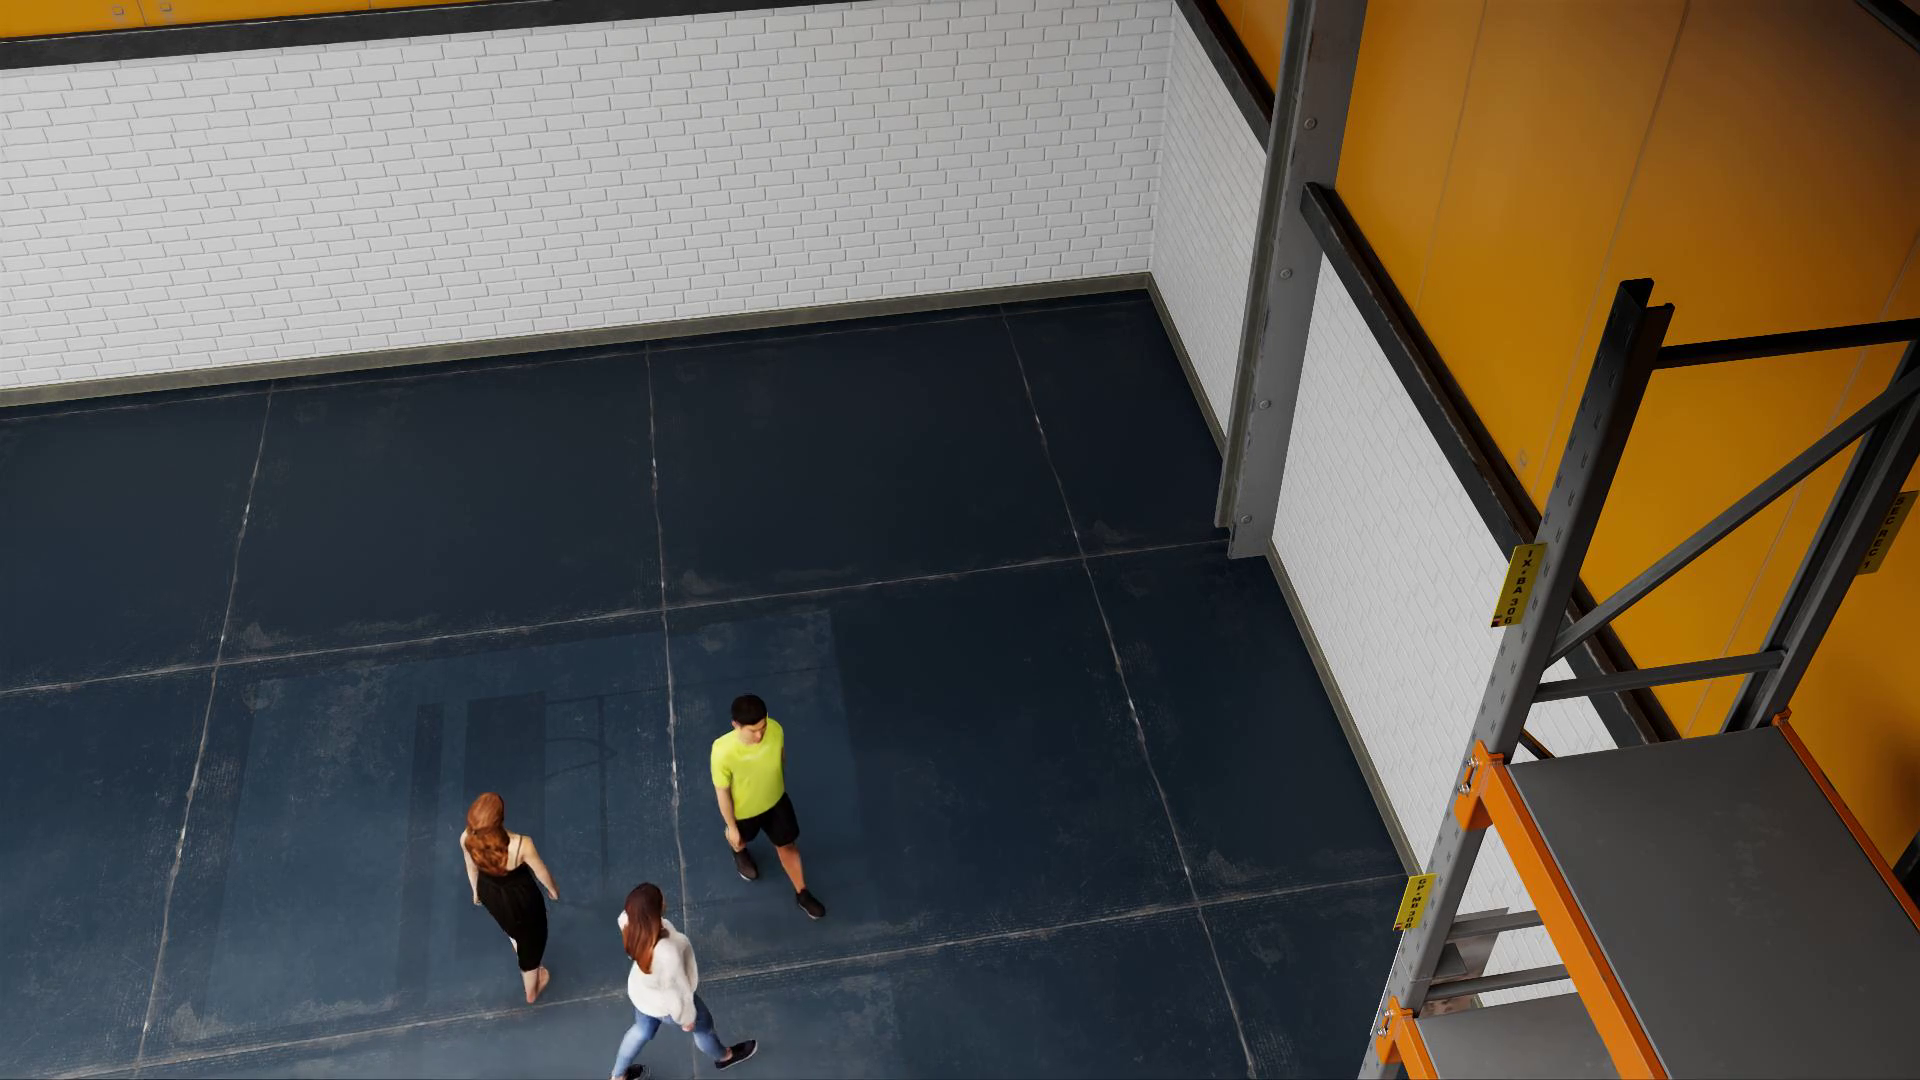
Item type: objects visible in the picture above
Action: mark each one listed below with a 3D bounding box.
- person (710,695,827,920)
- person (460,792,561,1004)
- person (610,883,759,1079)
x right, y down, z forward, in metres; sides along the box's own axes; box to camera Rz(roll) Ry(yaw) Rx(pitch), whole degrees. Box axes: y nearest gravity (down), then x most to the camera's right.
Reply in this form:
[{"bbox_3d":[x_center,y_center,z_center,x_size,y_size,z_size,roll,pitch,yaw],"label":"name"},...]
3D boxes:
[{"bbox_3d":[-1.221,1.403,9.430,0.913,1.669,1.130,-25,49,-24],"label":"person"},{"bbox_3d":[-2.435,1.969,8.880,0.695,1.608,0.736,6,44,7],"label":"person"},{"bbox_3d":[-1.590,2.321,8.465,1.035,1.670,1.086,-32,52,-29],"label":"person"}]
